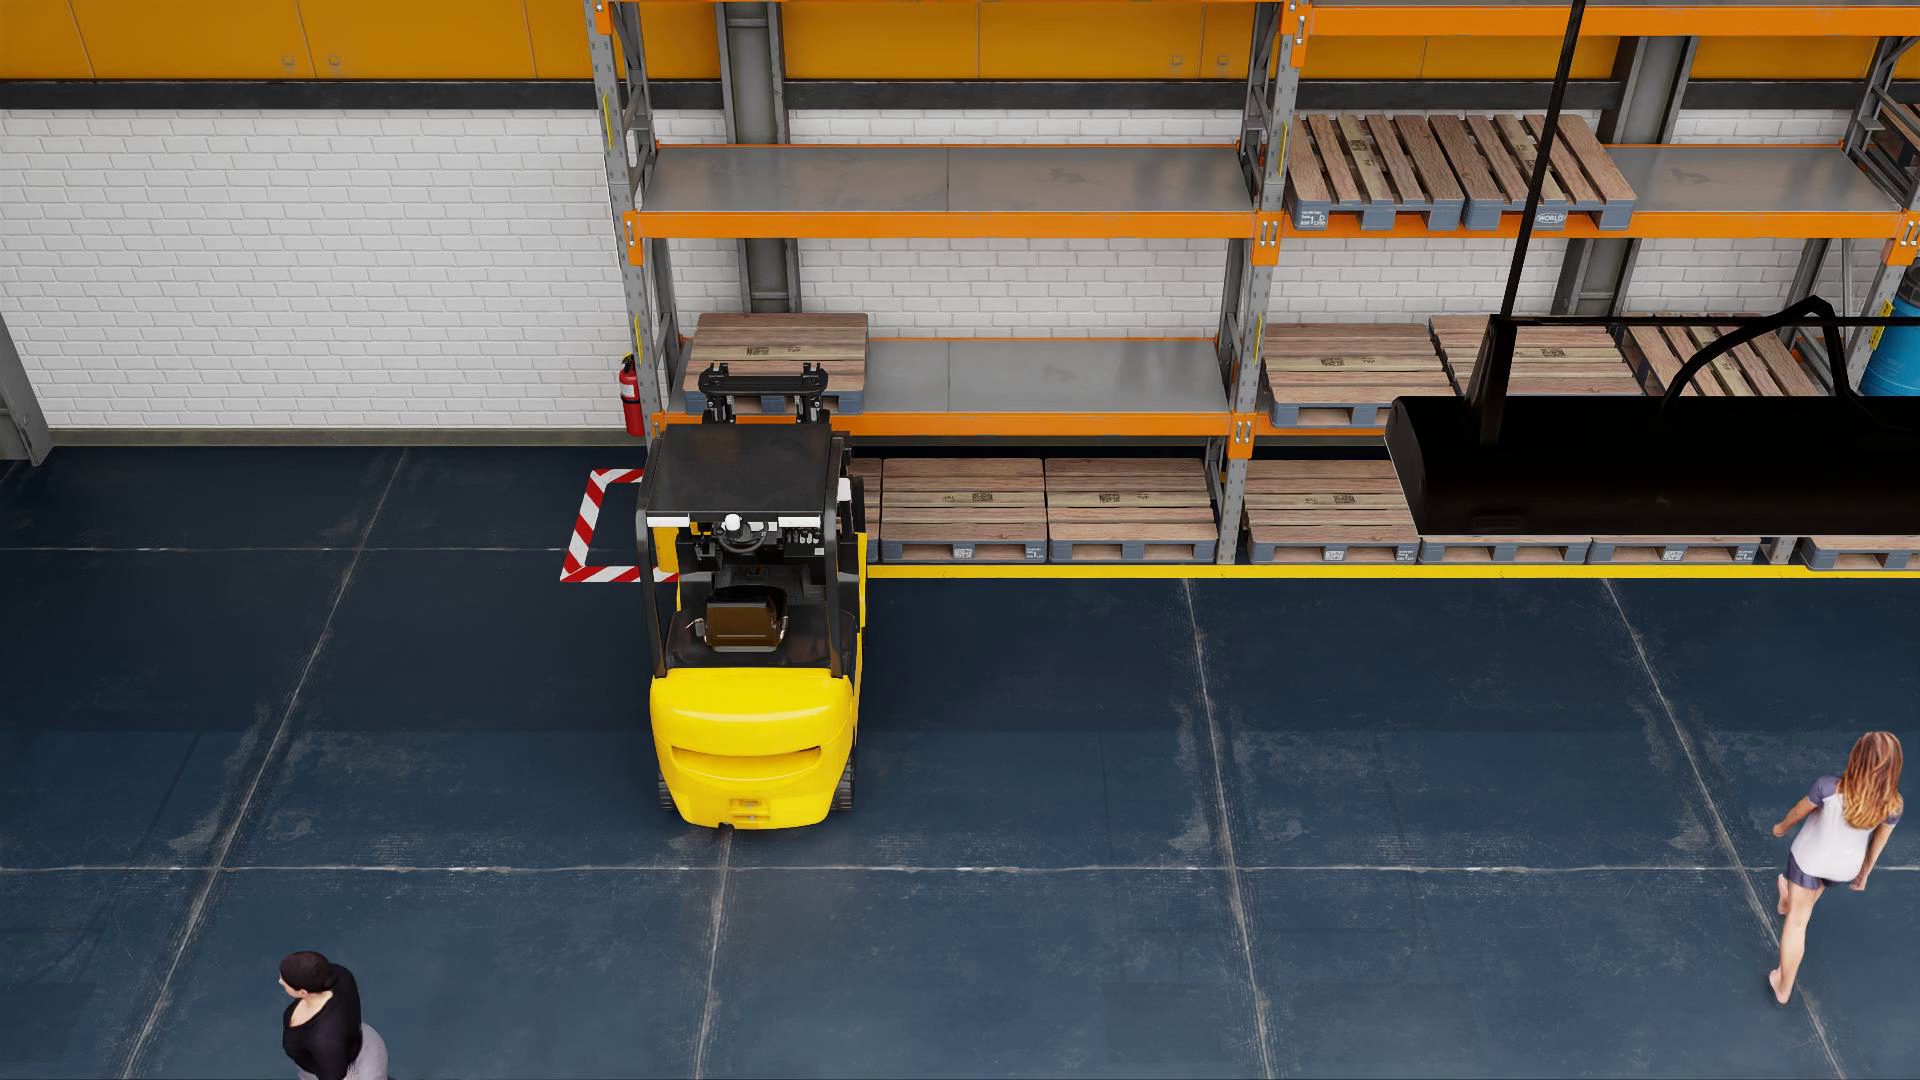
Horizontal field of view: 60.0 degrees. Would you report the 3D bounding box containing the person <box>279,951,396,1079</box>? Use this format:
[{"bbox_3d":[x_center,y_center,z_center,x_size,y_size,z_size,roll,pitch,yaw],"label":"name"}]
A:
[{"bbox_3d":[-2.747,2.475,7.739,0.934,1.746,0.770,-9,39,-11],"label":"person"}]

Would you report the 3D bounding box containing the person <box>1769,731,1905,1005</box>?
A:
[{"bbox_3d":[4.524,1.757,8.694,1.038,1.676,0.776,6,39,8],"label":"person"}]
